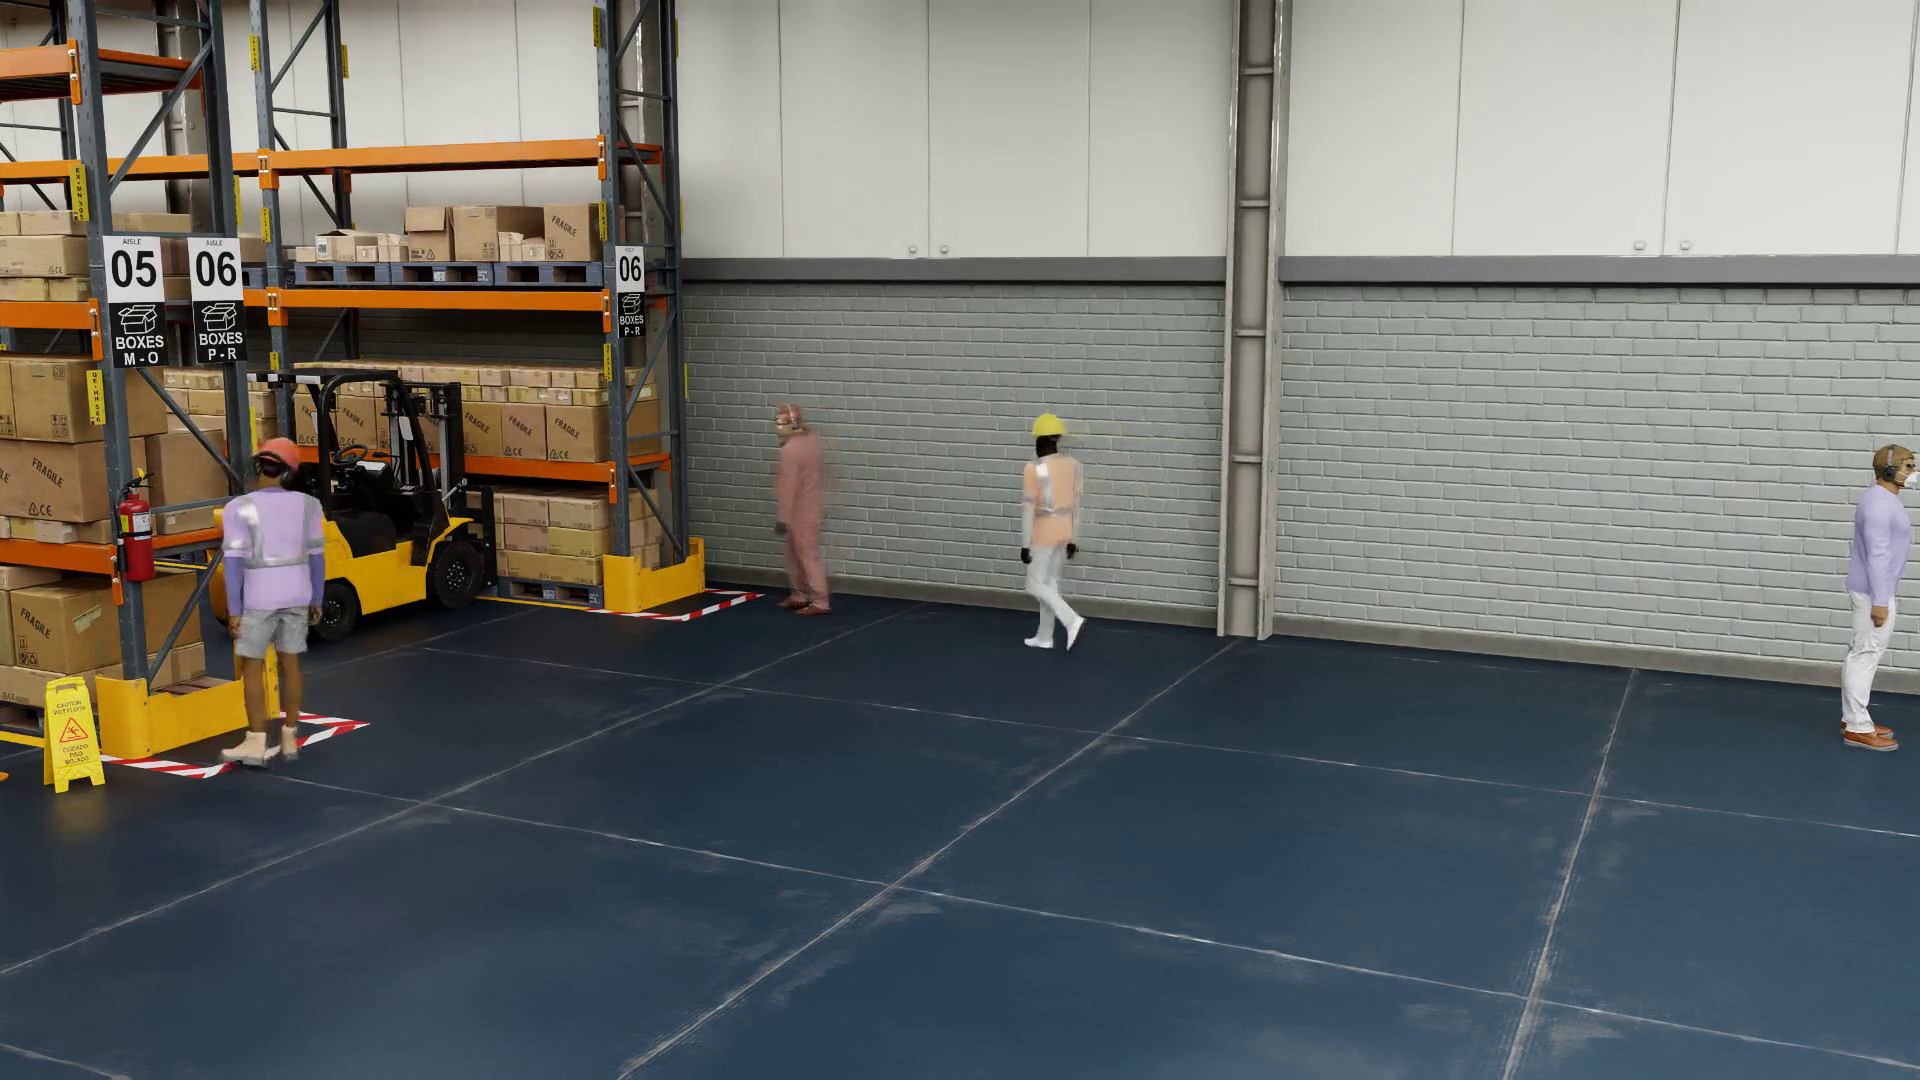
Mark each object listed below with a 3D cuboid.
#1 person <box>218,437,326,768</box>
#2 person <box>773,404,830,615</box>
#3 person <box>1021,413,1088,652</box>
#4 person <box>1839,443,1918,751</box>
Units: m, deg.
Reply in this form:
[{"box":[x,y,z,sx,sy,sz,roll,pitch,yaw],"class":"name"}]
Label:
[{"box":[-4.244,0.374,10.280,0.699,1.992,0.535,-9,13,-43],"class":"person"},{"box":[-1.424,-0.249,14.480,0.614,1.873,0.681,1,9,4],"class":"person"},{"box":[0.747,-0.038,13.066,0.640,1.904,0.596,9,13,44],"class":"person"},{"box":[5.840,0.350,10.587,0.370,1.940,0.627,5,10,27],"class":"person"}]
